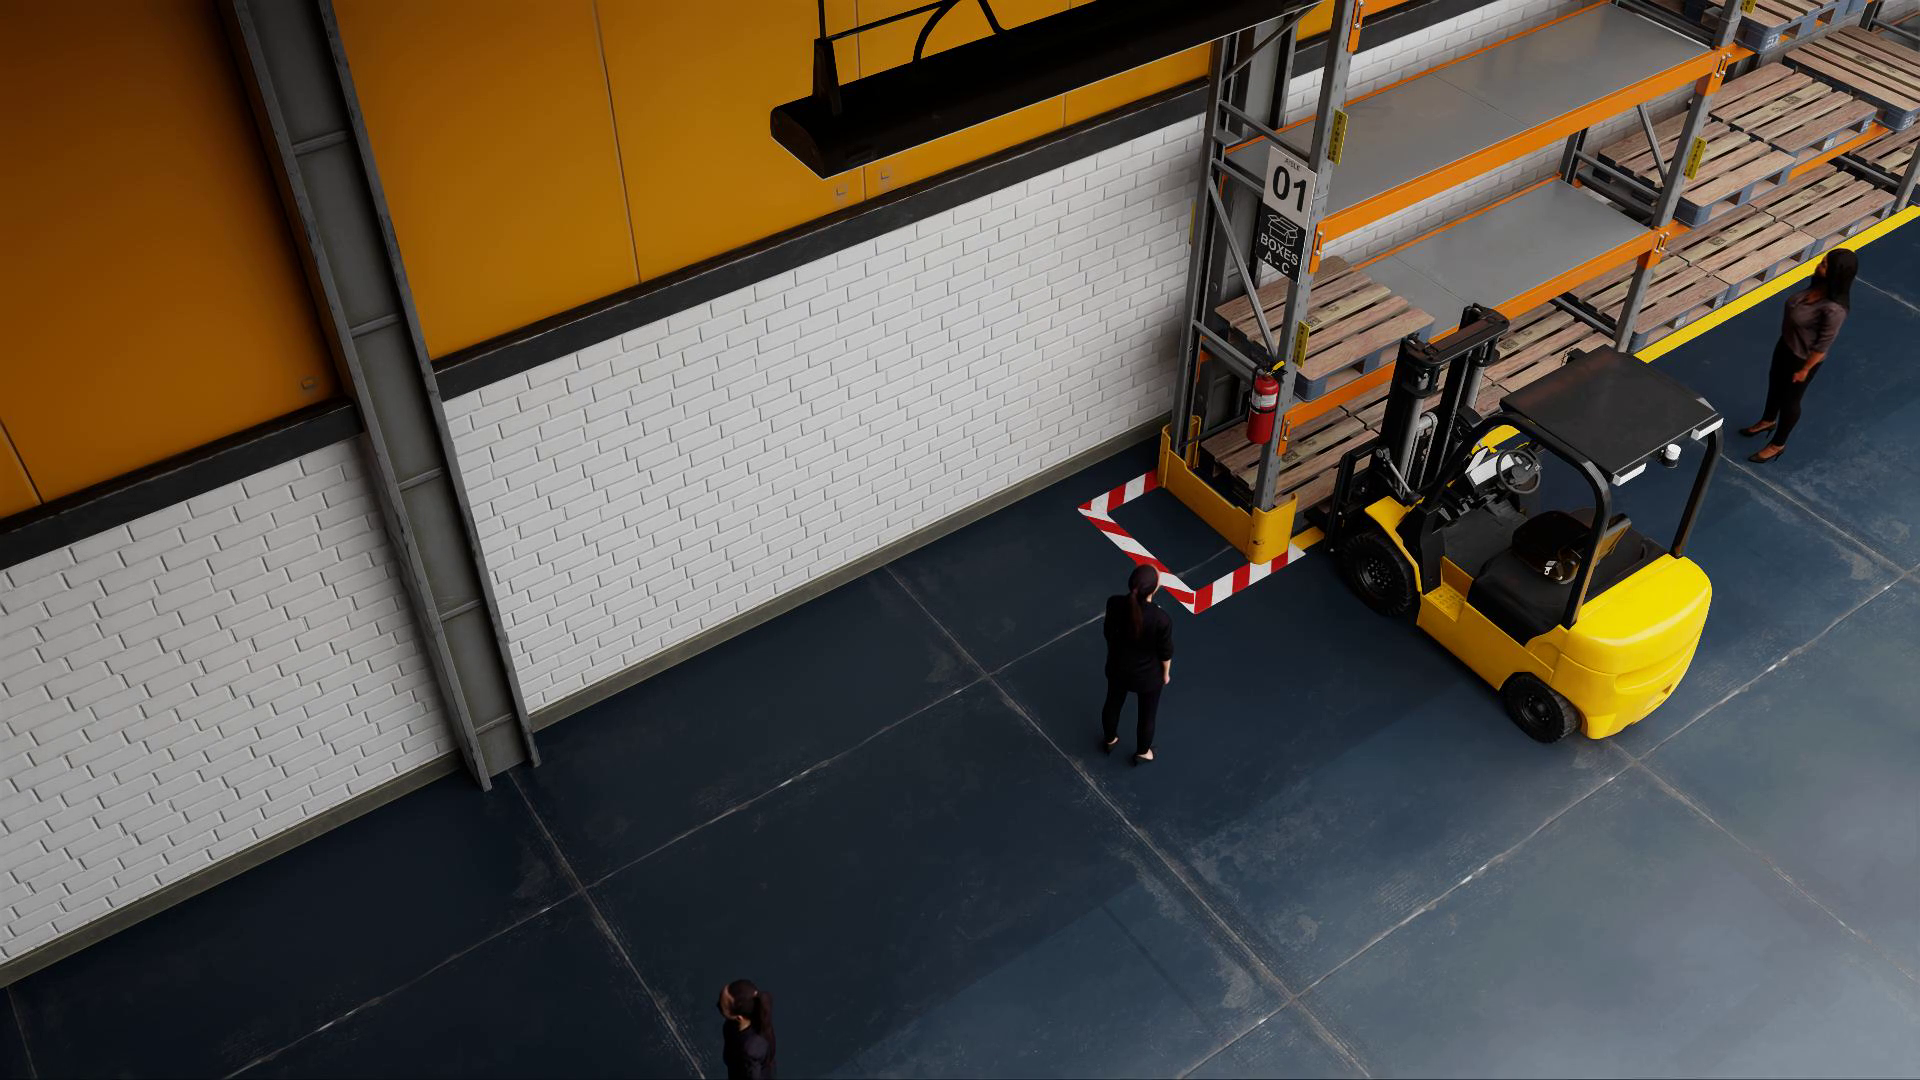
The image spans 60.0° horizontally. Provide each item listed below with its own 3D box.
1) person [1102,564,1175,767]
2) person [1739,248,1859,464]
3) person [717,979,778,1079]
[{"bbox_3d":[1.072,0.783,10.195,0.684,1.661,0.693,22,48,21],"label":"person"},{"bbox_3d":[6.238,-1.374,12.328,0.803,1.841,0.749,6,44,6],"label":"person"},{"bbox_3d":[-1.011,2.661,8.187,0.638,1.712,0.642,-5,44,-5],"label":"person"}]
